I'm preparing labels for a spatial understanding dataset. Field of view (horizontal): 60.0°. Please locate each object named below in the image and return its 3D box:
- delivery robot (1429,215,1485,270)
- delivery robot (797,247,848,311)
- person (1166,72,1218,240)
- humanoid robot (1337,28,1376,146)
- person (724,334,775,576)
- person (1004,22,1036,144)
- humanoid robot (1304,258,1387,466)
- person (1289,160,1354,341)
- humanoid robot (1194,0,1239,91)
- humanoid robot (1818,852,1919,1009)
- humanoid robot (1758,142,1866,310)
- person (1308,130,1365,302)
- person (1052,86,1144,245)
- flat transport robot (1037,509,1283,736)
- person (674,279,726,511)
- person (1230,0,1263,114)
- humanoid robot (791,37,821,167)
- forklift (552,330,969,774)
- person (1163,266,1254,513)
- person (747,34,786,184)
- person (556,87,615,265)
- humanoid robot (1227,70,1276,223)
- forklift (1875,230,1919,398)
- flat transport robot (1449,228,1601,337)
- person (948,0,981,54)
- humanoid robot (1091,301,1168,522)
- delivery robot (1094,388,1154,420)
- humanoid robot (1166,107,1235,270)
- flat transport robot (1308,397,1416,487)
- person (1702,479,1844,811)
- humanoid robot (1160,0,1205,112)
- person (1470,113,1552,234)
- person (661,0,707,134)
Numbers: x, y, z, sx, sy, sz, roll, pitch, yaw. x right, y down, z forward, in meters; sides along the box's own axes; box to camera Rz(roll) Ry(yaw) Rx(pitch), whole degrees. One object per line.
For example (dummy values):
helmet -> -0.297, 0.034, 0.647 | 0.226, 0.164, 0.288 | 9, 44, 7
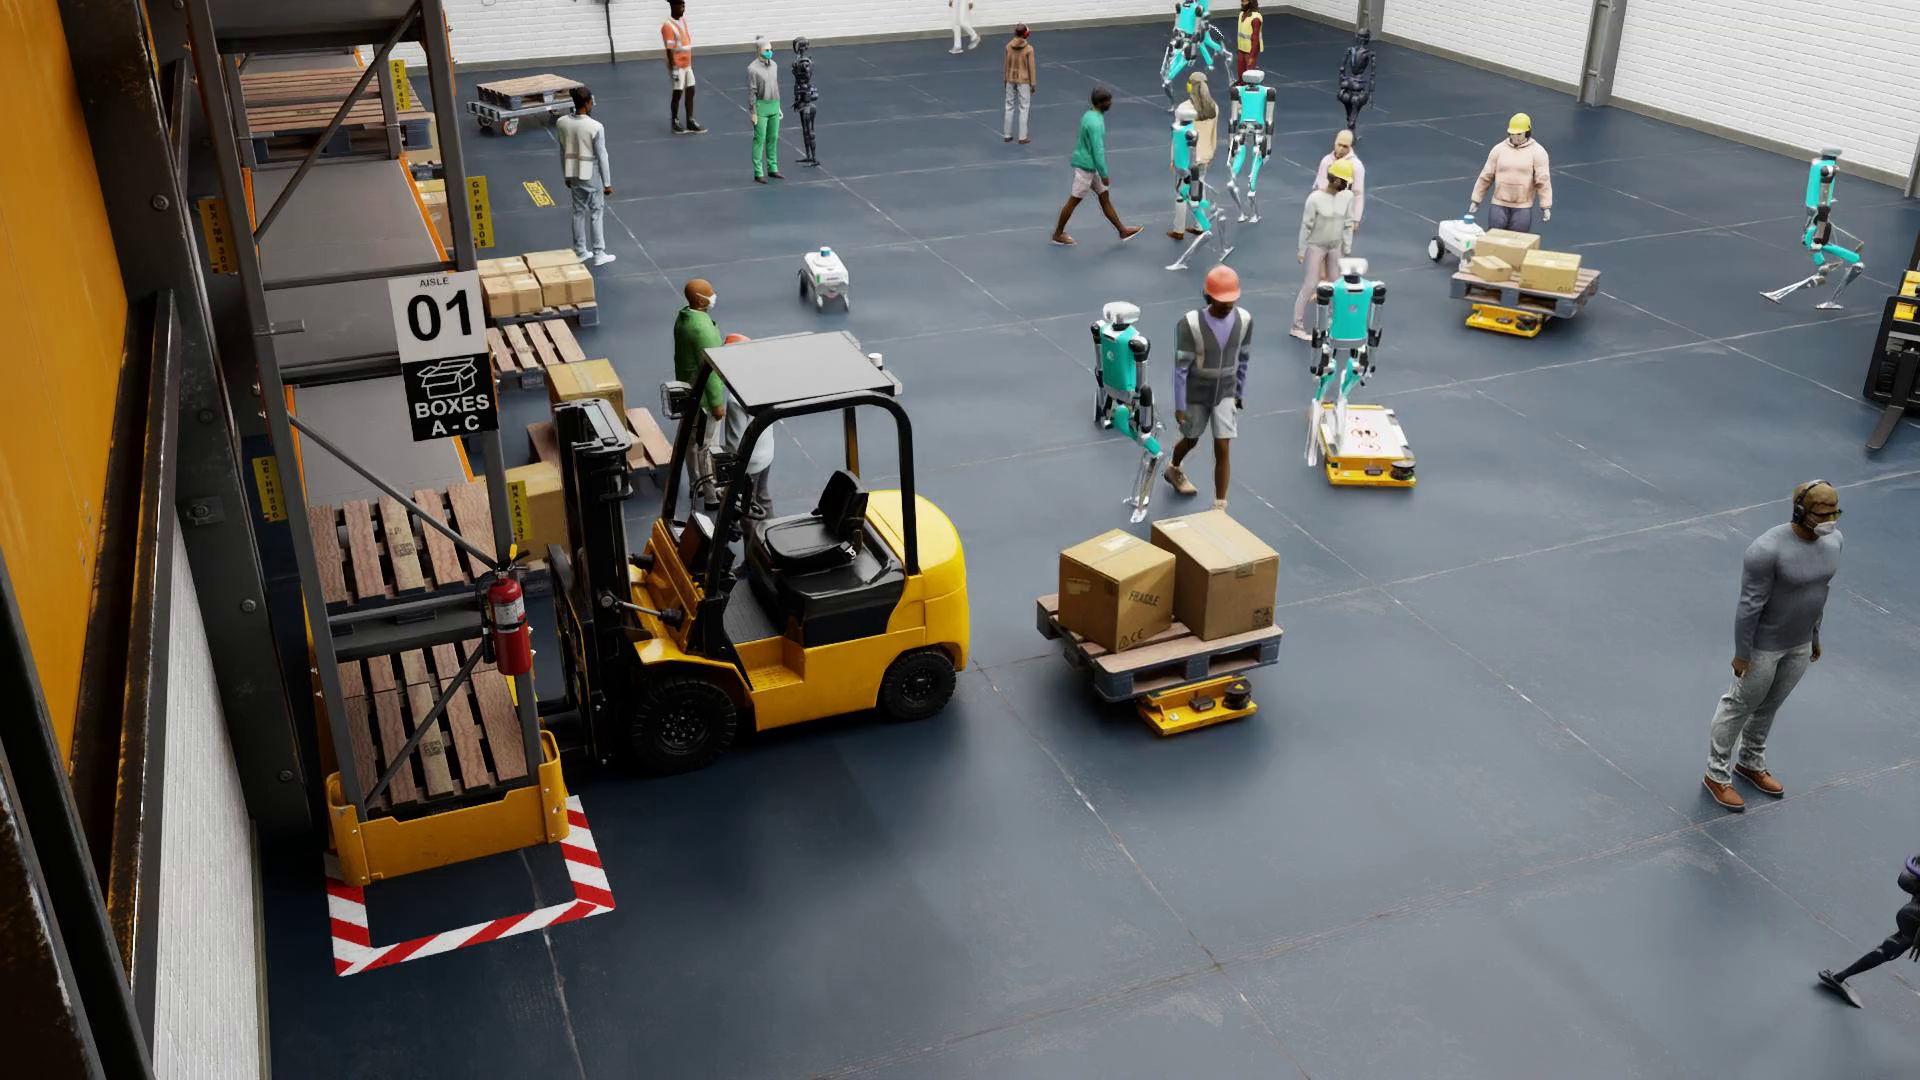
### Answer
delivery robot -> 5.495, -3.229, 18.082 | 0.499, 0.585, 0.765 | -5, 27, -10
delivery robot -> -1.371, -2.702, 17.030 | 0.499, 0.583, 0.777 | -7, 27, -13
person -> 2.659, -4.346, 18.859 | 0.569, 1.864, 0.395 | -13, 30, -24
humanoid robot -> 5.407, -6.131, 22.654 | 0.760, 1.619, 0.609 | -21, 34, -36
person -> -1.473, -0.589, 11.520 | 0.344, 1.739, 0.573 | 8, 28, 15
person -> 0.816, -6.312, 23.011 | 0.474, 1.641, 0.336 | 11, 29, 22
humanoid robot -> 2.996, -1.433, 13.188 | 0.540, 1.780, 0.673 | 0, 27, 0
person -> 3.485, -2.777, 15.885 | 0.543, 1.729, 0.384 | -10, 28, -19
humanoid robot -> 4.078, -7.919, 26.133 | 0.952, 1.775, 0.539 | 12, 29, 22
humanoid robot -> 4.372, 1.558, 7.382 | 0.603, 1.635, 0.796 | -20, 33, -35
humanoid robot -> 8.572, -3.038, 16.393 | 1.007, 1.737, 0.548 | 6, 27, 12
person -> 3.772, -3.258, 16.806 | 0.513, 1.770, 0.555 | -15, 30, -27
person -> 1.539, -4.155, 18.561 | 1.059, 1.779, 0.496 | 4, 27, 8
flat transport robot -> 1.218, 0.747, 10.501 | 0.659, 0.231, 1.431 | -11, 29, -21
person -> -1.931, -1.091, 12.472 | 0.388, 1.784, 0.539 | -14, 30, -25
person -> 4.289, -7.244, 24.739 | 0.372, 1.765, 0.462 | -13, 29, -23
humanoid robot -> -2.043, -5.771, 21.883 | 0.315, 1.657, 0.599 | -9, 28, -18
forklift -> -1.094, 0.010, 9.831 | 2.313, 2.155, 1.214 | -10, 28, -20
person -> 1.835, -1.113, 12.296 | 0.609, 1.998, 0.977 | -5, 27, -10
person -> -2.473, -5.489, 21.153 | 0.325, 1.842, 0.524 | 20, 33, 35
person -> -4.038, -3.916, 17.958 | 0.595, 1.908, 0.408 | 11, 29, 21
humanoid robot -> 3.310, -4.482, 19.277 | 0.548, 1.775, 0.816 | 10, 28, 18
forklift -> 9.029, -2.397, 14.618 | 1.214, 2.155, 2.313 | 18, 32, 32
flat transport robot -> 5.636, -2.359, 16.680 | 0.659, 0.231, 1.431 | 16, 31, 29
person -> 0.036, -9.434, 28.978 | 0.504, 1.866, 0.625 | -21, 33, -35
humanoid robot -> 1.358, -0.944, 12.252 | 0.848, 1.785, 0.568 | -19, 33, -33
delivery robot -> 1.414, -1.352, 14.379 | 0.499, 0.614, 0.818 | 1, 27, 3
humanoid robot -> 2.709, -3.775, 17.893 | 0.969, 1.765, 0.537 | -7, 28, -14
flat transport robot -> 3.270, -0.805, 13.589 | 0.659, 0.231, 1.431 | 2, 27, 3
person -> 4.435, 0.557, 9.023 | 0.627, 1.940, 0.371 | -11, 29, -21
humanoid robot -> 3.190, -7.208, 24.692 | 0.756, 1.773, 0.536 | -19, 32, -33
person -> 5.685, -3.469, 17.127 | 0.818, 1.853, 0.434 | 15, 30, 27
person -> -3.919, -6.716, 23.479 | 0.533, 1.949, 0.649 | 8, 28, 16
